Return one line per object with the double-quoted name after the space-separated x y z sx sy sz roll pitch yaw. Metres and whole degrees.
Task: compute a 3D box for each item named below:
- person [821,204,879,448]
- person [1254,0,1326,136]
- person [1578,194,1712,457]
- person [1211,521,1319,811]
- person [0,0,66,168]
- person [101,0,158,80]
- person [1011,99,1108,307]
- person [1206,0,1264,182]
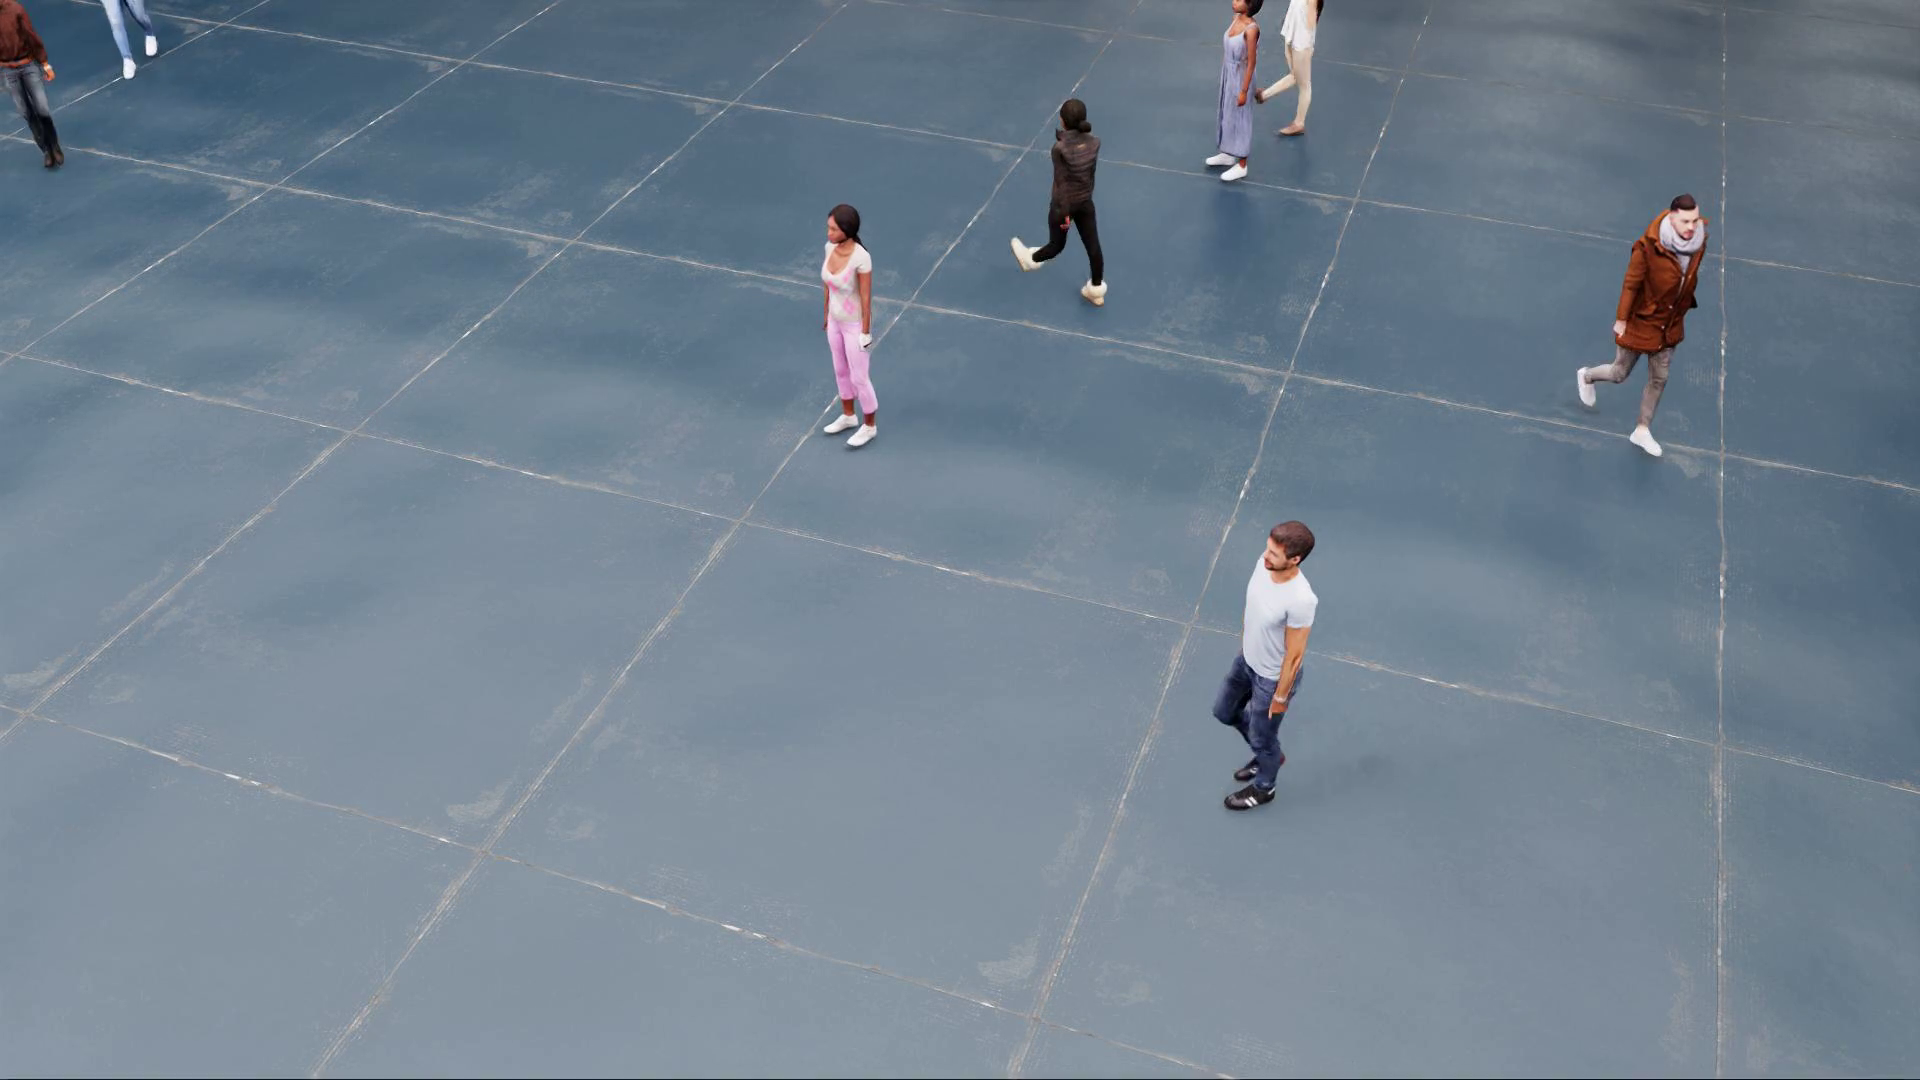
-0.726 -1.447 11.095 0.681 1.742 0.670 -29 47 -32 "person"
2.982 -4.503 15.072 0.839 1.655 0.826 22 43 25 "person"
4.560 -1.494 11.100 1.076 1.809 1.209 -10 39 -12 "person"
1.632 0.624 8.356 0.857 1.855 0.785 -12 40 -15 "person"
-8.191 -4.113 14.486 0.779 1.763 0.816 -12 40 -15 "person"
-8.235 -5.480 16.345 0.948 1.625 1.101 -6 38 -8 "person"
0.800 -2.609 12.658 1.044 1.646 1.069 -9 39 -12 "person"
2.406 -3.958 14.342 0.717 1.695 0.625 -10 39 -13 "person"
